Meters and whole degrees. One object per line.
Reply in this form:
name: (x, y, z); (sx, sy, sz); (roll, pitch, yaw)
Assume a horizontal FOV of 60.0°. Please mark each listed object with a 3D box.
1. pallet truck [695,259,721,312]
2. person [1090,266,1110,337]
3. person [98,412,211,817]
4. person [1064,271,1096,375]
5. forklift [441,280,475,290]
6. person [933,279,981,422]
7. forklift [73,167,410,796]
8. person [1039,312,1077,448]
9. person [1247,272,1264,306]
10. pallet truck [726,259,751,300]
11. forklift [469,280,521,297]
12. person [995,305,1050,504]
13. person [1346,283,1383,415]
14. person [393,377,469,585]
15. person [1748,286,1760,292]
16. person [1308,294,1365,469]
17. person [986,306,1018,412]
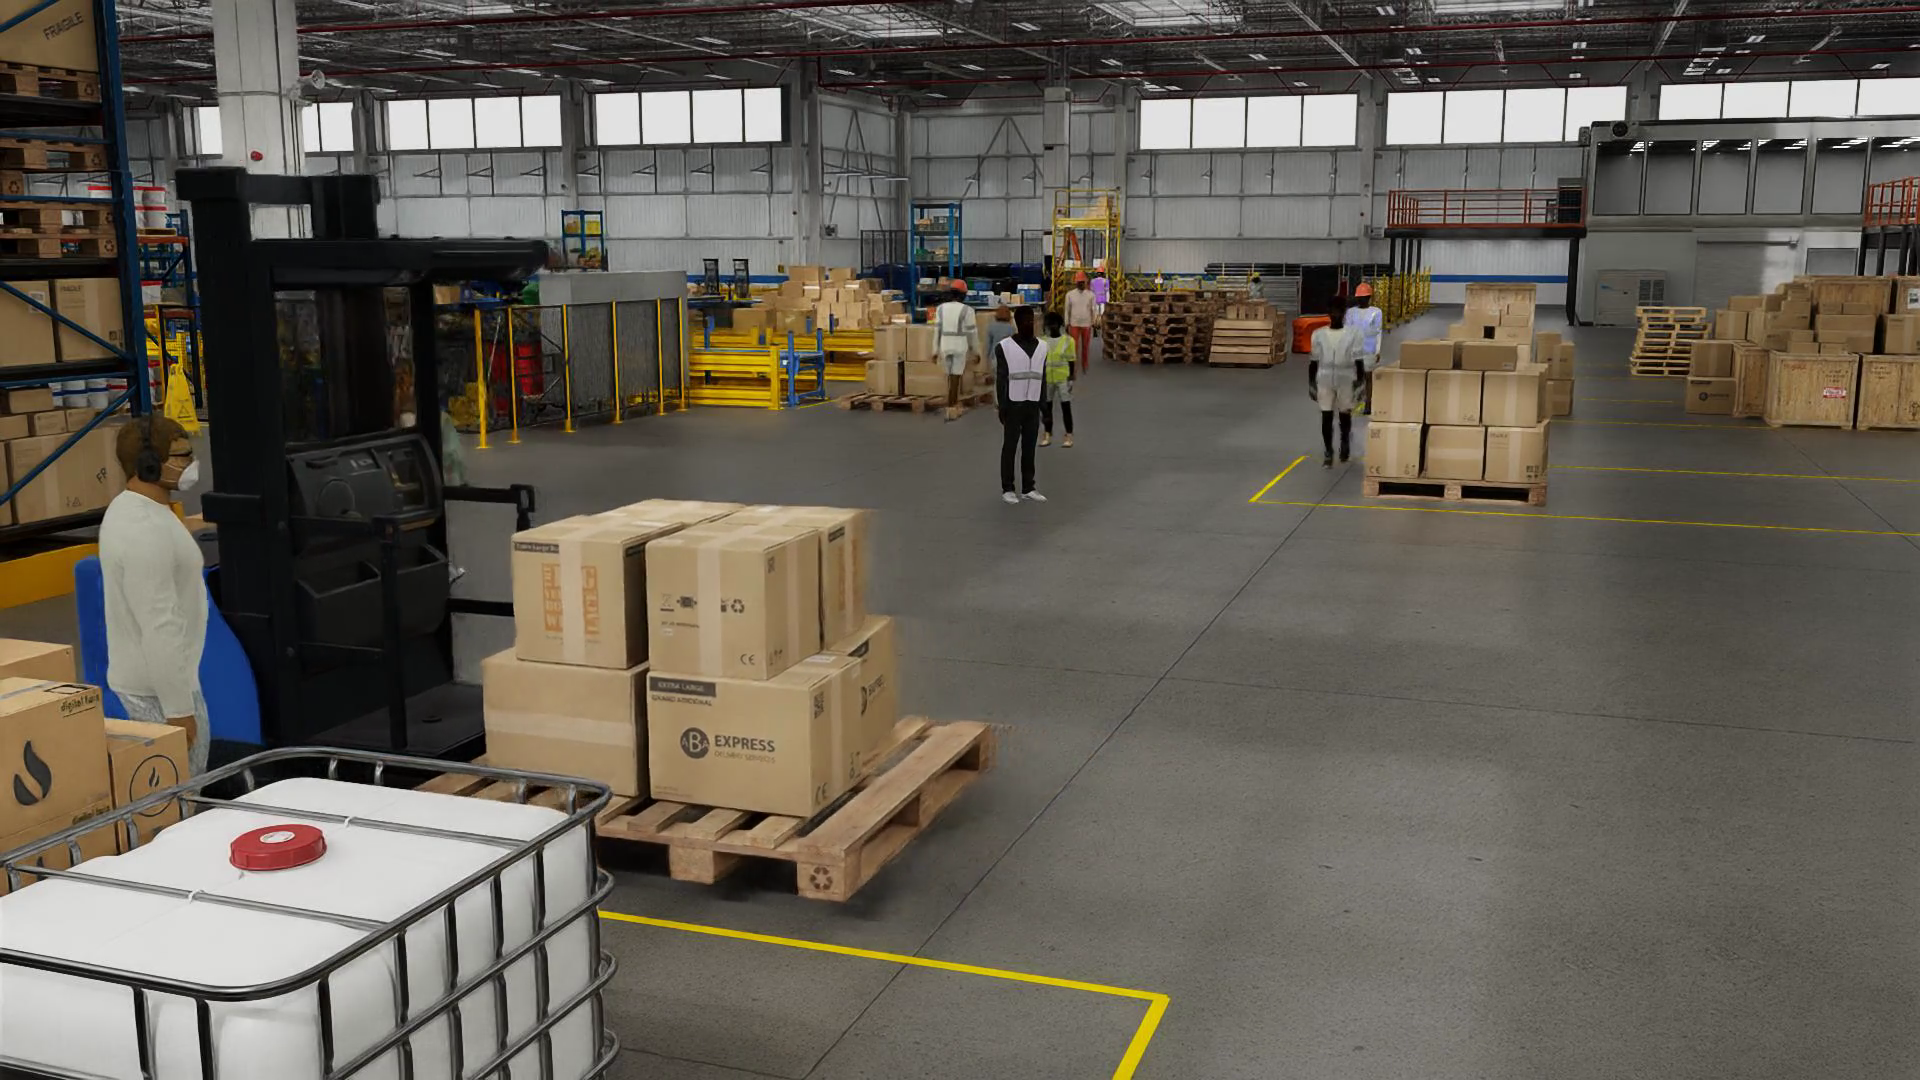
pallet truck: (-9.165, -9.627, 62.776); (0.823, 1.965, 1.885); (4, 11, 23)
person: (3.809, -6.466, 45.142); (0.551, 1.937, 0.357); (4, 11, 20)
person: (-2.754, 0.522, 5.783); (0.369, 1.939, 0.631); (-6, 12, -31)
person: (2.316, -4.156, 31.970); (0.622, 1.992, 0.396); (-1, 10, -4)
forklift: (-20.133, -10.254, 65.465); (1.157, 1.987, 2.680); (3, 11, 19)
person: (0.000, -2.719, 23.842); (0.634, 2.001, 0.964); (6, 11, 28)
forklift: (-3.028, -0.279, 7.646); (1.873, 2.768, 1.129); (3, 11, 19)
person: (1.188, -1.977, 20.559); (0.539, 1.692, 0.320); (4, 11, 22)
person: (8.569, -6.911, 48.332); (0.502, 1.698, 0.915); (2, 10, 10)
pallet truck: (-7.986, -9.493, 62.019); (0.823, 1.965, 1.885); (3, 11, 17)
forklift: (-17.990, -10.121, 64.684); (1.157, 1.987, 2.680); (3, 11, 17)
person: (0.607, -1.323, 16.232); (0.591, 1.919, 0.392); (-7, 12, -33)
person: (5.939, -2.813, 24.568); (0.552, 1.935, 0.369); (5, 11, 26)
person: (-3.737, -0.389, 11.831); (0.511, 1.603, 0.833); (5, 11, 25)
person: (27.423, -8.512, 57.522); (0.497, 1.626, 0.288); (6, 12, 32)
person: (4.206, -1.763, 18.603); (0.641, 1.952, 0.419); (4, 11, 24)
person: (0.650, -2.732, 25.093); (0.518, 1.588, 0.865); (3, 11, 17)
